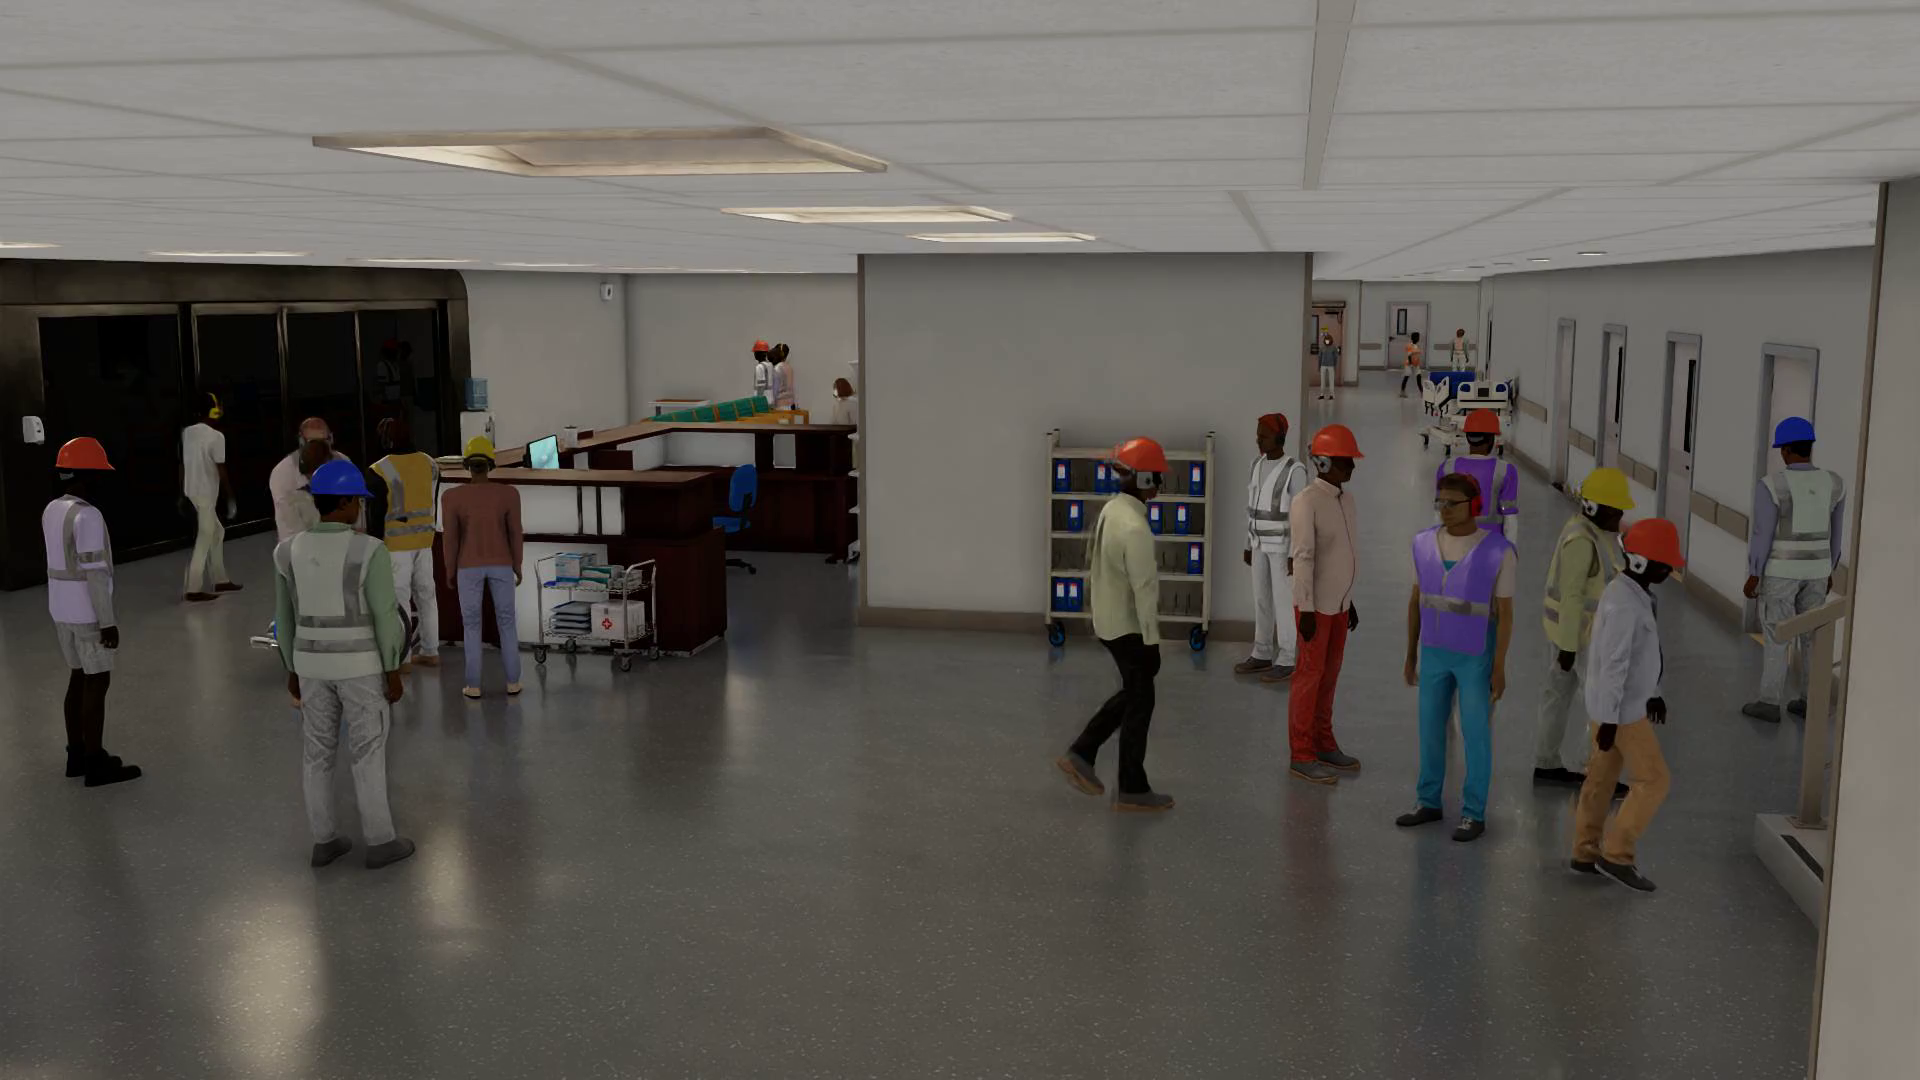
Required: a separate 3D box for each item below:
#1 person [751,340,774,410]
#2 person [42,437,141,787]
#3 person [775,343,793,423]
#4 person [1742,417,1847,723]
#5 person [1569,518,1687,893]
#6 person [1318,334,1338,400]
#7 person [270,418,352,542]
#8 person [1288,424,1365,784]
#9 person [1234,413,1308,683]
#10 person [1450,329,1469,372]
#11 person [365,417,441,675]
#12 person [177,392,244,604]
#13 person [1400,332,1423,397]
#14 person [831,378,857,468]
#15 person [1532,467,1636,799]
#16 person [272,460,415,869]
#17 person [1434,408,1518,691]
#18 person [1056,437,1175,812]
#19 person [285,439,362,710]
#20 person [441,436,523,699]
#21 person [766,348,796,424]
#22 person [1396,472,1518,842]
[{"bbox_3d":[-3.135,-2.194,26.383,0.360,1.939,0.543,2,9,13],"label":"person"},{"bbox_3d":[-4.843,0.393,9.259,0.549,1.928,0.389,7,11,40],"label":"person"},{"bbox_3d":[-2.871,-2.256,27.022,0.313,1.869,0.538,-1,9,-3],"label":"person"},{"bbox_3d":[5.268,0.193,10.537,0.604,1.939,0.401,-1,9,-8],"label":"person"},{"bbox_3d":[3.063,0.746,7.584,0.516,1.718,0.581,3,9,18],"label":"person"},{"bbox_3d":[9.149,-4.303,41.385,0.508,1.631,0.269,5,10,29],"label":"person"},{"bbox_3d":[-4.610,0.029,11.989,0.654,1.827,1.029,-8,12,-44],"label":"person"},{"bbox_3d":[2.053,0.347,9.327,0.376,1.996,0.612,6,11,37],"label":"person"},{"bbox_3d":[2.190,0.050,11.663,0.340,1.883,0.585,-4,10,-26],"label":"person"},{"bbox_3d":[14.000,-5.094,46.613,0.522,1.638,0.305,5,10,30],"label":"person"},{"bbox_3d":[-3.983,0.046,11.877,0.429,1.841,0.626,5,10,29],"label":"person"},{"bbox_3d":[-6.570,-0.384,14.677,0.561,1.834,0.775,5,10,32],"label":"person"},{"bbox_3d":[11.497,-4.415,42.022,0.545,1.649,0.856,-6,11,-37],"label":"person"},{"bbox_3d":[-1.538,-1.264,21.318,0.773,1.598,0.521,-5,10,-32],"label":"person"},{"bbox_3d":[3.423,0.497,8.969,0.627,1.796,0.621,3,9,19],"label":"person"},{"bbox_3d":[-2.921,0.592,7.876,0.604,1.942,0.402,2,9,12],"label":"person"},{"bbox_3d":[3.535,0.063,11.412,0.550,1.933,0.375,4,10,26],"label":"person"},{"bbox_3d":[0.845,0.449,8.676,0.517,1.979,0.637,-1,9,-6],"label":"person"},{"bbox_3d":[-3.976,0.258,10.577,0.930,1.811,0.522,7,11,41],"label":"person"},{"bbox_3d":[-3.202,0.184,11.175,0.526,1.768,0.331,-3,9,-21],"label":"person"},{"bbox_3d":[-2.992,-2.176,26.734,0.790,1.798,0.692,2,9,14],"label":"person"},{"bbox_3d":[2.507,0.571,8.350,0.387,1.844,0.565,-8,12,-43],"label":"person"}]
